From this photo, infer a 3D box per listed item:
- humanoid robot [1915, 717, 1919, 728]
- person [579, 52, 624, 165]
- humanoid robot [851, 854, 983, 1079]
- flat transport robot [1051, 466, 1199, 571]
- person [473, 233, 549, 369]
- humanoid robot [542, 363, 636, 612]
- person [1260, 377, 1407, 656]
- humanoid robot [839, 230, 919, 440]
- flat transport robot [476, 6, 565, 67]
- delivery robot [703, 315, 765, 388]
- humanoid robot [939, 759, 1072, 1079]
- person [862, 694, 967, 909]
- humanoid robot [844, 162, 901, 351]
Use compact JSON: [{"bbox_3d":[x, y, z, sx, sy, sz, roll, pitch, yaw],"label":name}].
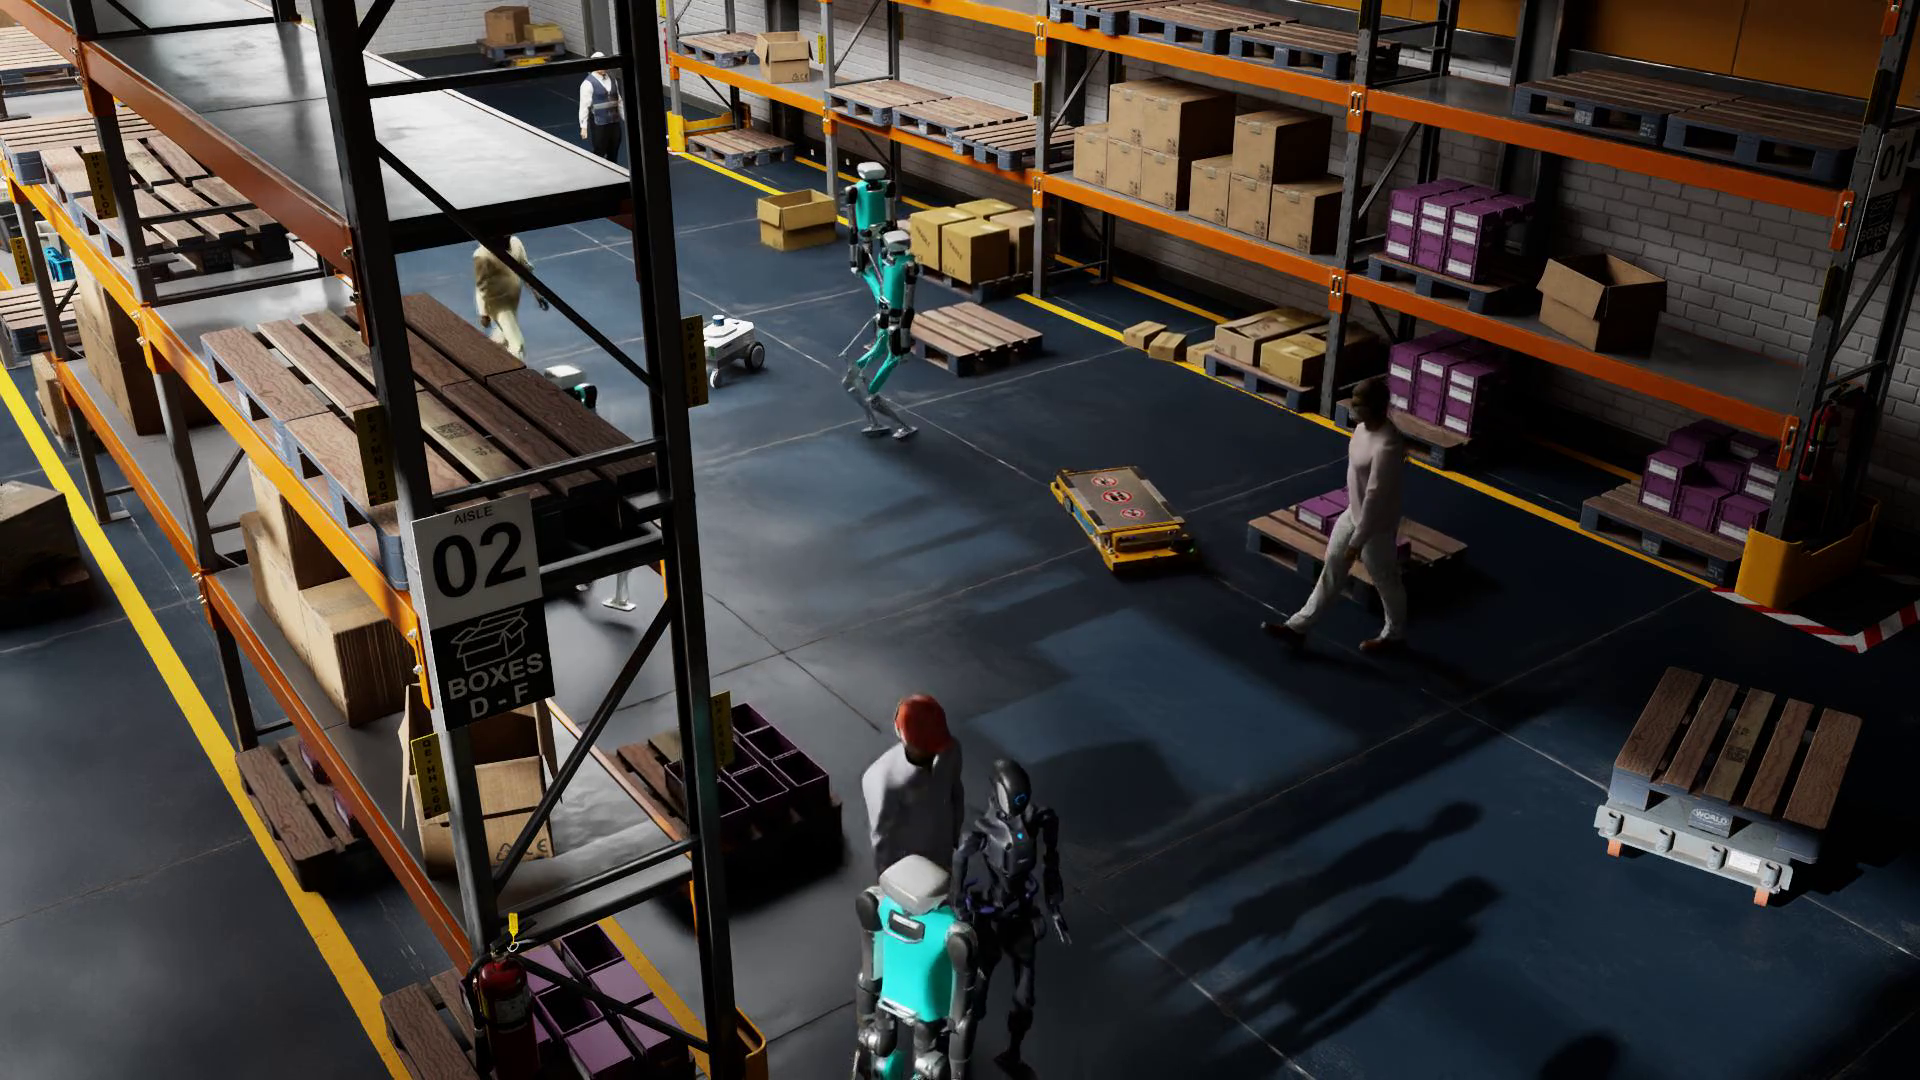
[{"bbox_3d":[5.858,0.576,9.320,0.604,1.642,0.601,21,34,36],"label":"humanoid robot"},{"bbox_3d":[-4.382,-5.123,20.515,0.434,1.756,0.774,19,33,33],"label":"person"},{"bbox_3d":[-0.274,2.082,6.232,0.548,1.803,0.715,17,32,31],"label":"humanoid robot"},{"bbox_3d":[1.203,-0.191,12.367,0.659,0.231,1.431,-7,28,-14],"label":"flat transport robot"},{"bbox_3d":[-3.874,-2.054,14.455,0.768,1.706,0.589,9,28,17],"label":"person"},{"bbox_3d":[-2.372,-0.276,10.900,0.978,1.735,0.539,16,31,28],"label":"humanoid robot"},{"bbox_3d":[2.460,-0.106,10.393,0.987,1.884,0.645,-2,27,-4],"label":"person"},{"bbox_3d":[-0.698,-1.625,13.552,0.711,1.758,0.552,-12,29,-23],"label":"humanoid robot"},{"bbox_3d":[-7.390,-8.118,28.135,0.659,0.231,1.431,-16,31,-28],"label":"flat transport robot"},{"bbox_3d":[-2.175,-1.756,15.155,0.499,0.589,0.782,13,29,24],"label":"delivery robot"},{"bbox_3d":[0.166,1.623,7.223,0.603,1.649,0.445,-16,31,-28],"label":"humanoid robot"},{"bbox_3d":[-0.170,1.430,7.509,0.567,1.727,0.369,-19,33,-34],"label":"person"},{"bbox_3d":[-0.703,-2.584,15.482,0.537,1.778,0.693,-17,32,-31],"label":"humanoid robot"}]
